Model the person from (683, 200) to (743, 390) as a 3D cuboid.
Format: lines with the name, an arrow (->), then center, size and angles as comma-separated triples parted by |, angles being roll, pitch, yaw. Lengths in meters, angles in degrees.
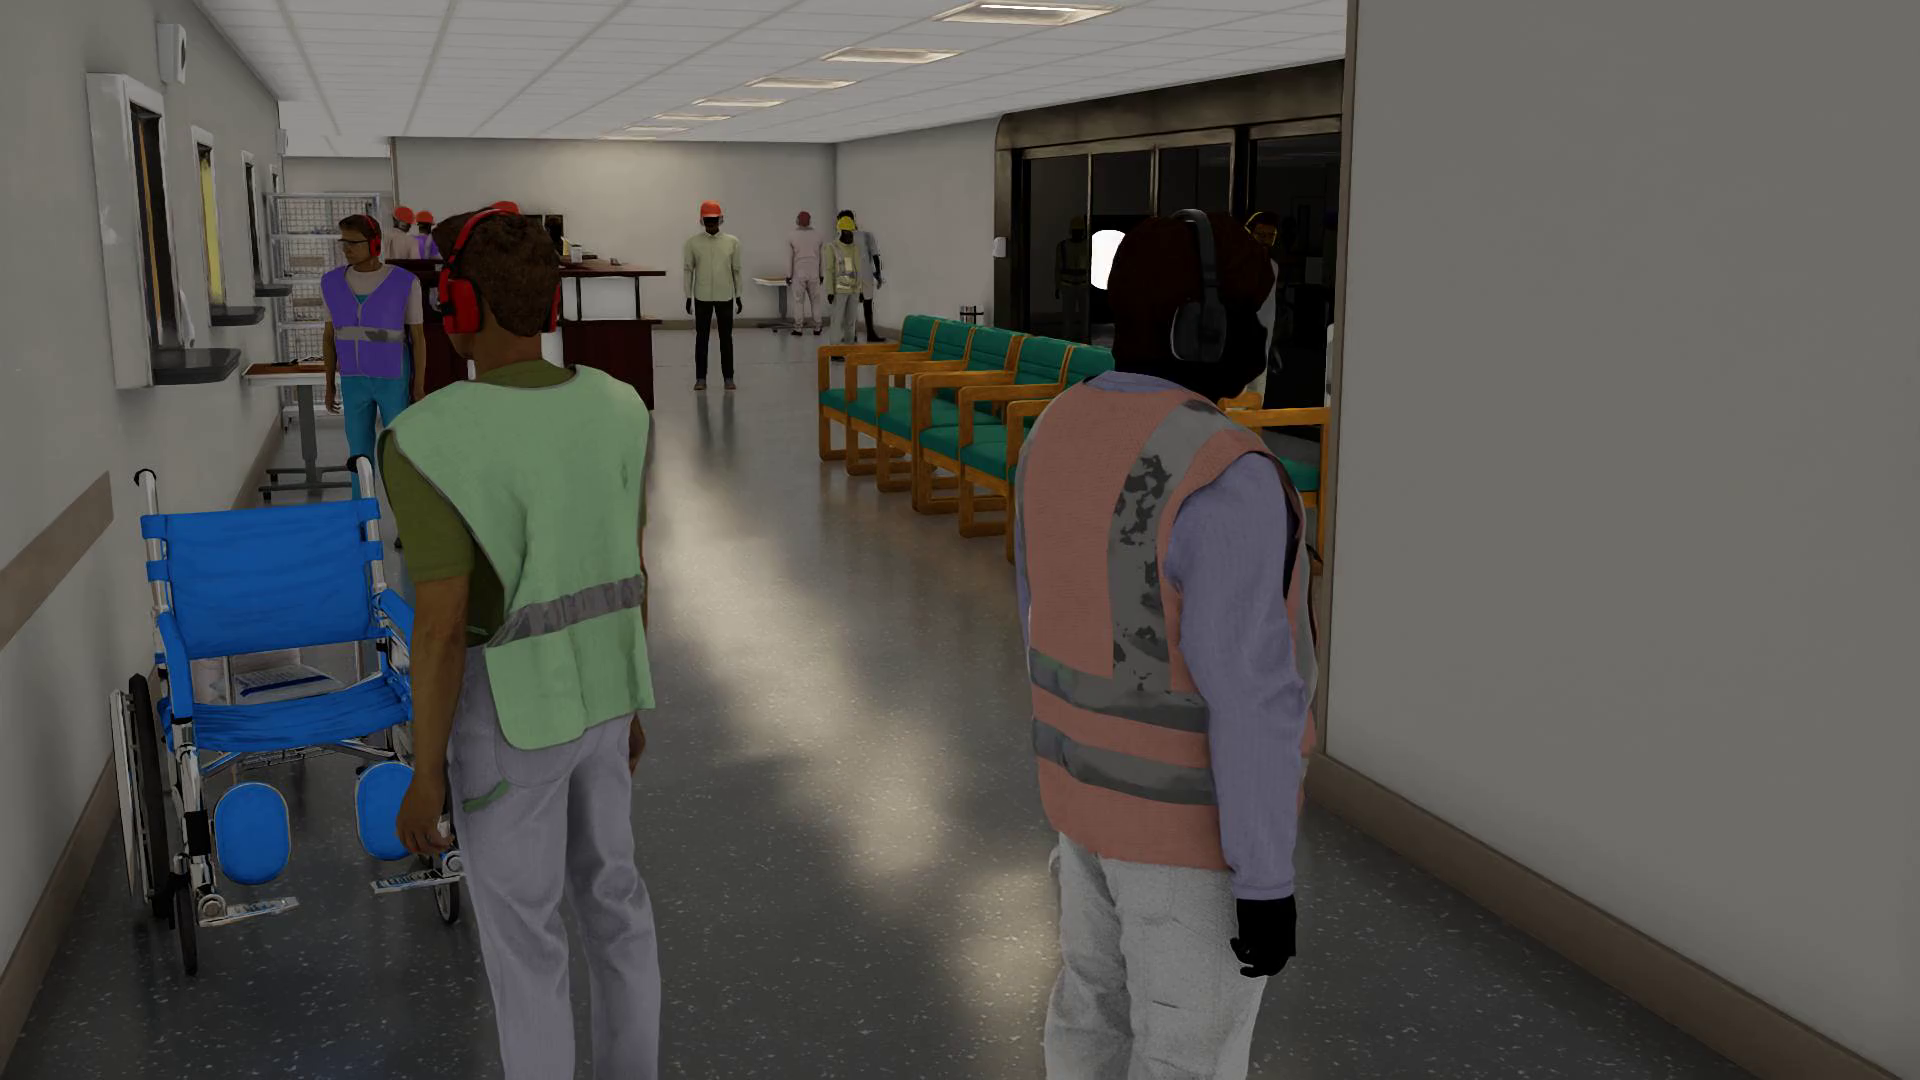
person -> -2.612, -2.586, 17.627 | 0.623, 1.993, 0.384 | -2, 11, -10

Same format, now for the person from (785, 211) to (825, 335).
person -> -2.400, -4.118, 25.720 | 0.641, 1.908, 0.409 | -4, 12, -21

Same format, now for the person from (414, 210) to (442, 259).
person -> -7.395, -3.566, 22.878 | 0.547, 1.913, 0.705 | 5, 12, 26

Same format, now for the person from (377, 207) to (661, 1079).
person -> -0.754, 0.342, 2.986 | 0.393, 1.846, 0.564 | 7, 13, 30

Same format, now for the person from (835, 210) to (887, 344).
person -> -1.424, -3.790, 24.012 | 0.764, 1.932, 0.368 | -1, 11, -4

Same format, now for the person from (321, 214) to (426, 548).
person -> -3.237, -0.870, 9.229 | 0.571, 1.837, 0.379 | 1, 11, 4

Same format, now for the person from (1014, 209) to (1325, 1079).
person -> 0.330, 0.426, 2.575 | 0.429, 1.841, 0.633 | -5, 12, -24

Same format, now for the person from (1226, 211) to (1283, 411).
person -> 2.009, -1.300, 11.378 | 0.518, 1.865, 0.330 | -9, 14, -39

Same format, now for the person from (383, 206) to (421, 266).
person -> -6.993, -3.164, 20.712 | 0.645, 1.947, 0.535 | 3, 11, 15

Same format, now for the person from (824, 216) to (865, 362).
person -> -1.444, -3.182, 21.108 | 0.598, 1.830, 0.403 | -11, 15, -44
